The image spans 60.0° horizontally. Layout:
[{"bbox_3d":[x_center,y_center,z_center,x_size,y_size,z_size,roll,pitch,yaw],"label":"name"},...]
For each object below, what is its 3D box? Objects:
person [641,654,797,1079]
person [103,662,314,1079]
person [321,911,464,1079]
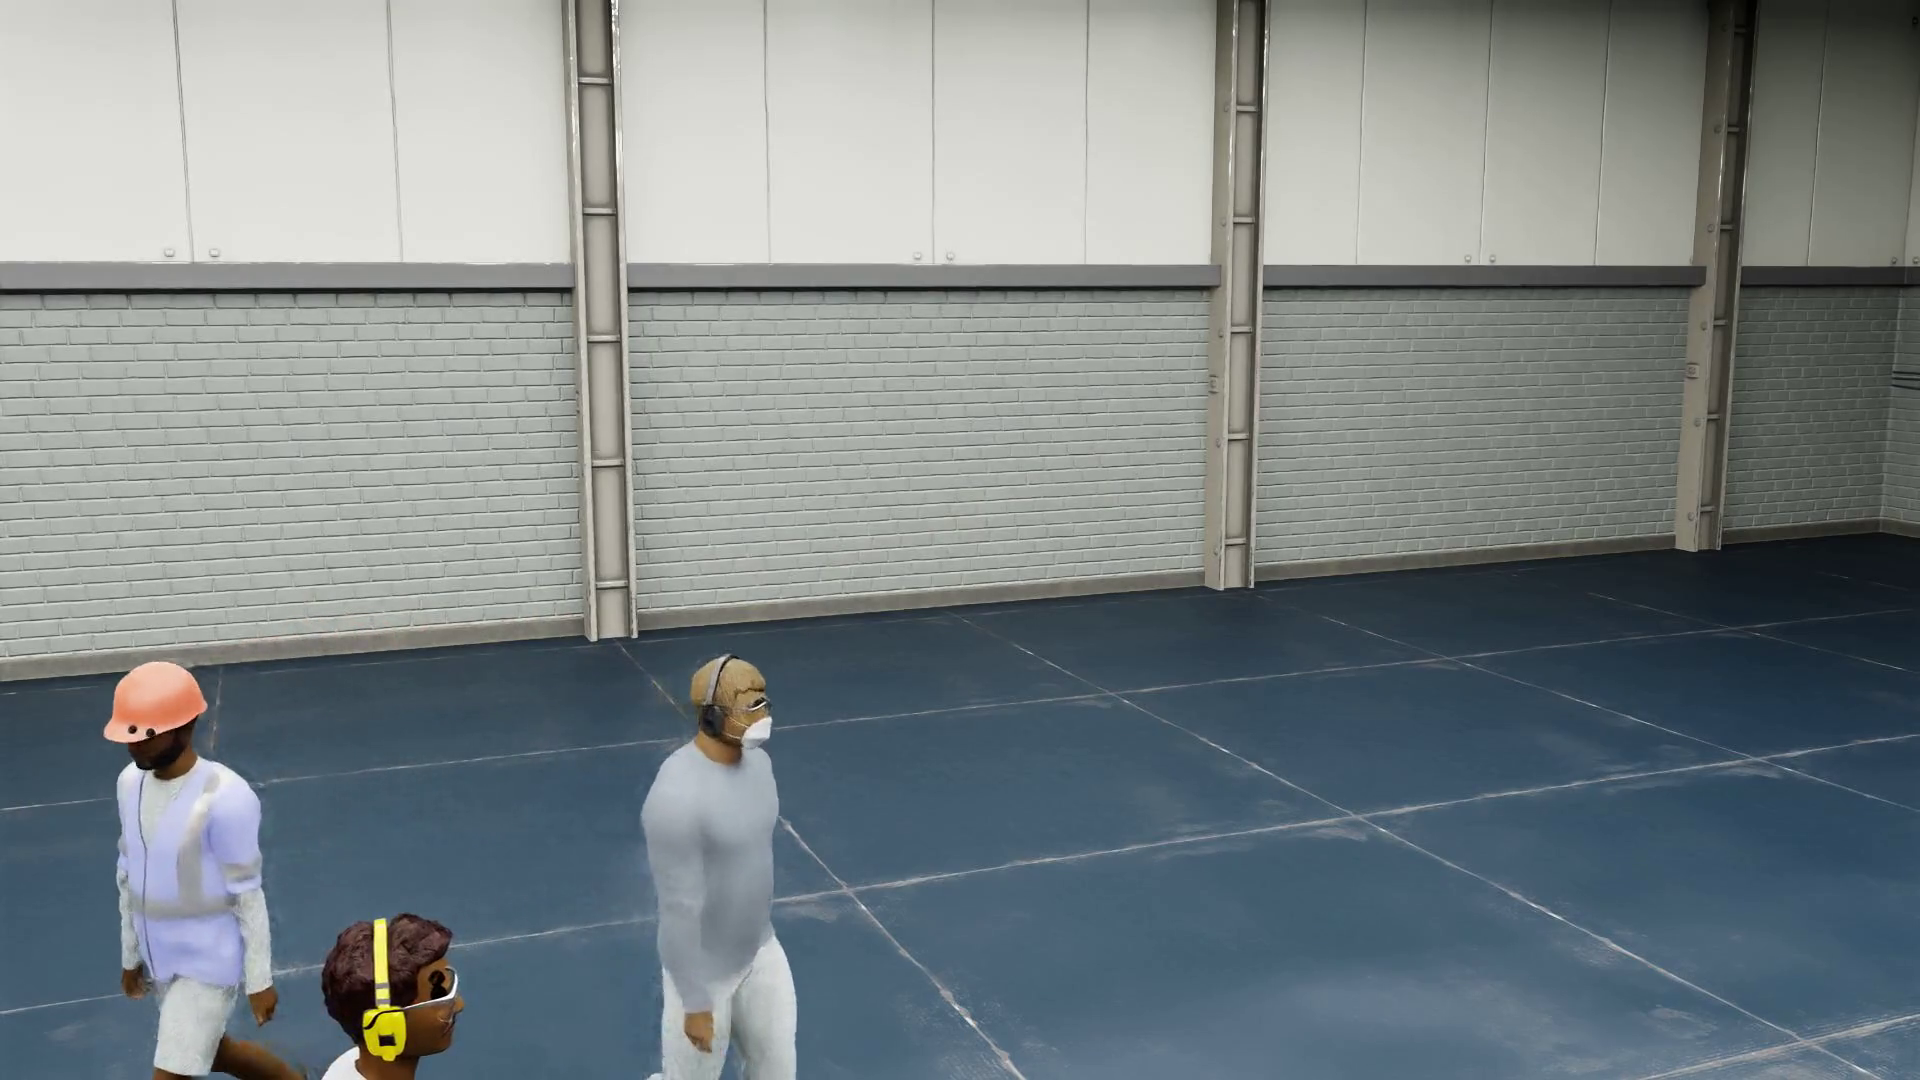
[{"bbox_3d":[-0.793,1.276,5.107,0.899,1.914,0.632,4,10,25],"label":"person"},{"bbox_3d":[-2.358,1.268,5.248,0.570,1.899,0.938,5,10,29],"label":"person"},{"bbox_3d":[-1.056,1.606,3.164,0.336,1.873,0.521,-4,10,-25],"label":"person"}]
